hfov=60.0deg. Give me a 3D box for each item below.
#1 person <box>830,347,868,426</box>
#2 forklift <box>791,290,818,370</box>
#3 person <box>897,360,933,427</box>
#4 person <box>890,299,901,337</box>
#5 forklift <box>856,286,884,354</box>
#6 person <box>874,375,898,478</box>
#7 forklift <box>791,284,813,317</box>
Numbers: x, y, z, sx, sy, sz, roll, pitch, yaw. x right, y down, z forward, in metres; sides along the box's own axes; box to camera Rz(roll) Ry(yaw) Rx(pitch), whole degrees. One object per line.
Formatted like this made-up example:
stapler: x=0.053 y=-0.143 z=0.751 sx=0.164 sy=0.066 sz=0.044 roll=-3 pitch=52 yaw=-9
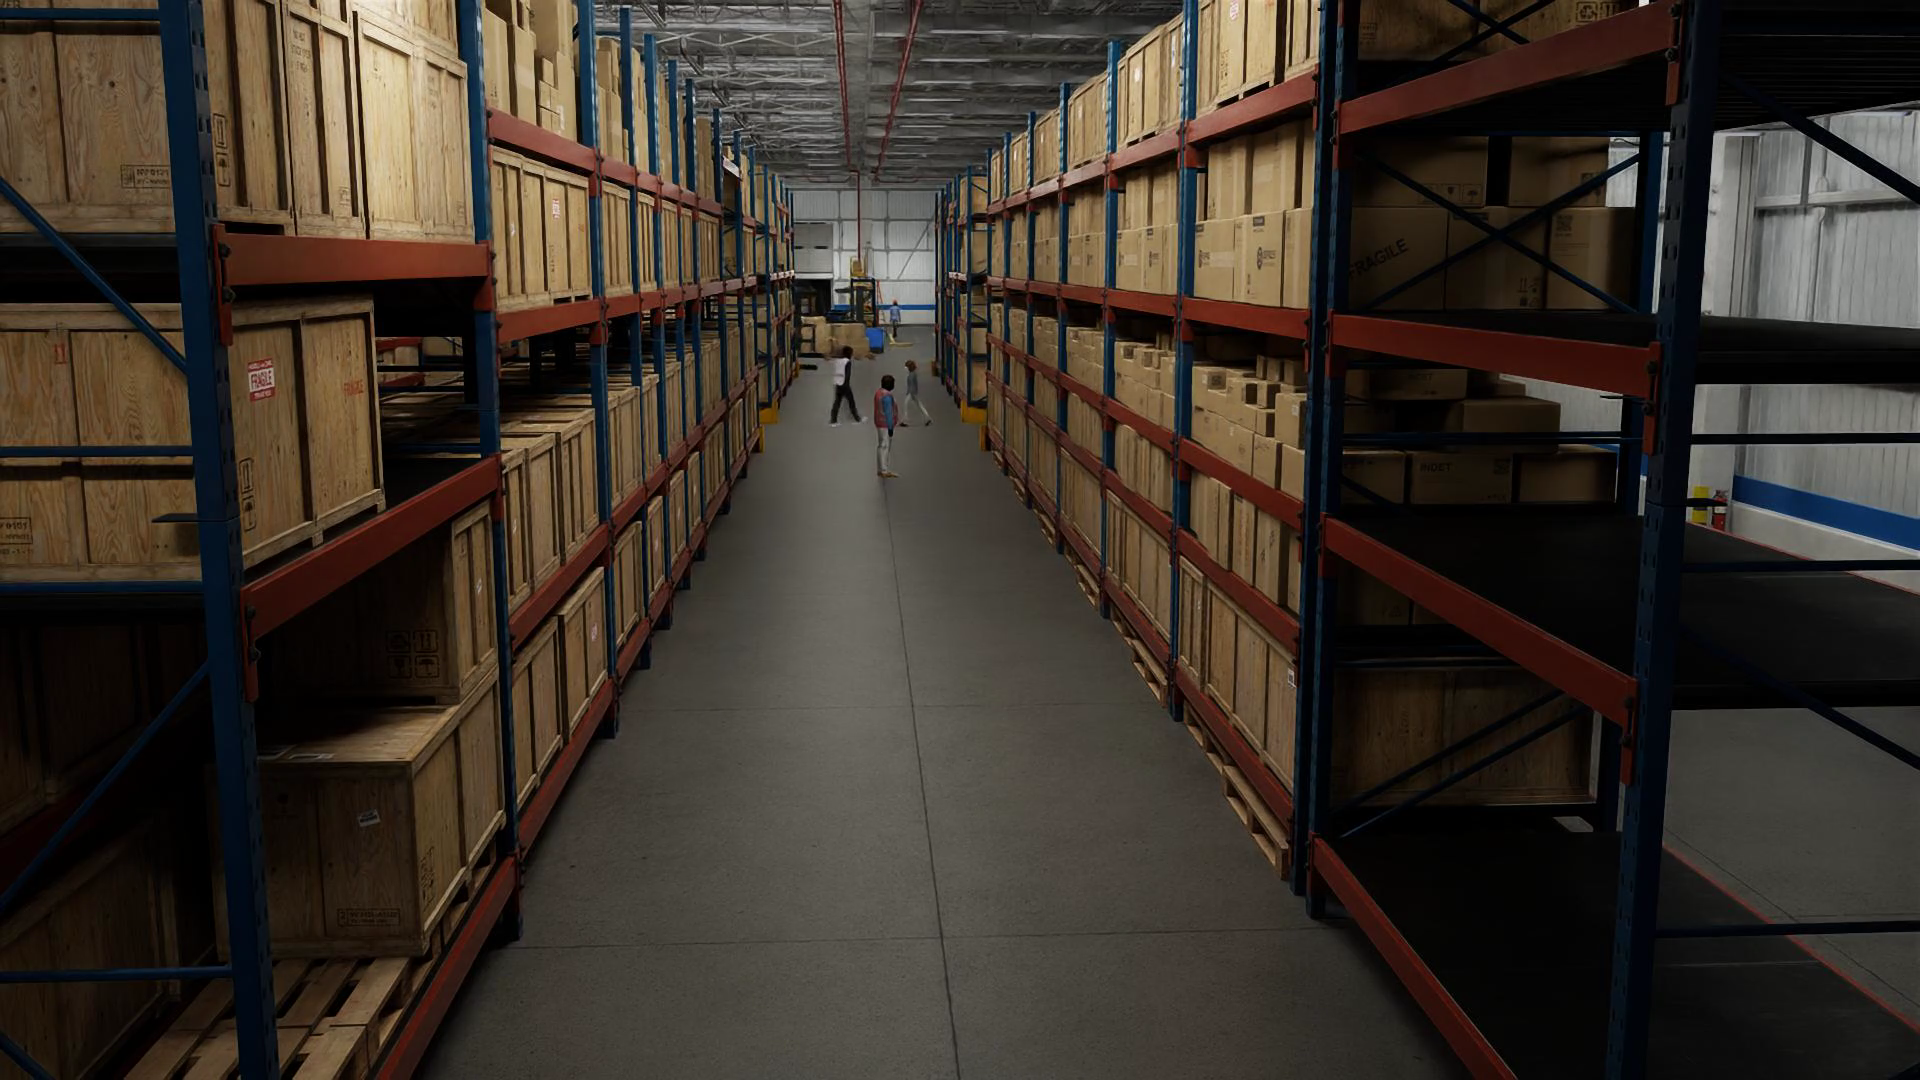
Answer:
person: x=-2.662 y=-3.602 z=39.080 sx=1.014 sy=1.840 sz=0.673 roll=-7 pitch=12 yaw=-36
forklift: x=-6.005 y=-7.438 z=58.899 sx=1.873 sy=2.768 sz=1.129 roll=-1 pitch=10 yaw=-6
person: x=-1.042 y=-3.403 z=38.627 sx=0.827 sy=1.591 sz=0.518 roll=2 pitch=10 yaw=13
person: x=-3.308 y=-11.302 z=84.826 sx=0.562 sy=1.924 sz=0.546 roll=2 pitch=10 yaw=13
forklift: x=-4.123 y=-9.110 z=68.885 sx=1.873 sy=2.768 sz=1.129 roll=-1 pitch=10 yaw=-3
person: x=-1.315 y=-2.034 z=29.755 sx=0.430 sy=1.836 sz=0.626 roll=-3 pitch=10 yaw=-18
forklift: x=-7.184 y=-10.233 z=75.592 sx=1.129 sy=2.768 sz=1.873 roll=3 pitch=10 yaw=16
